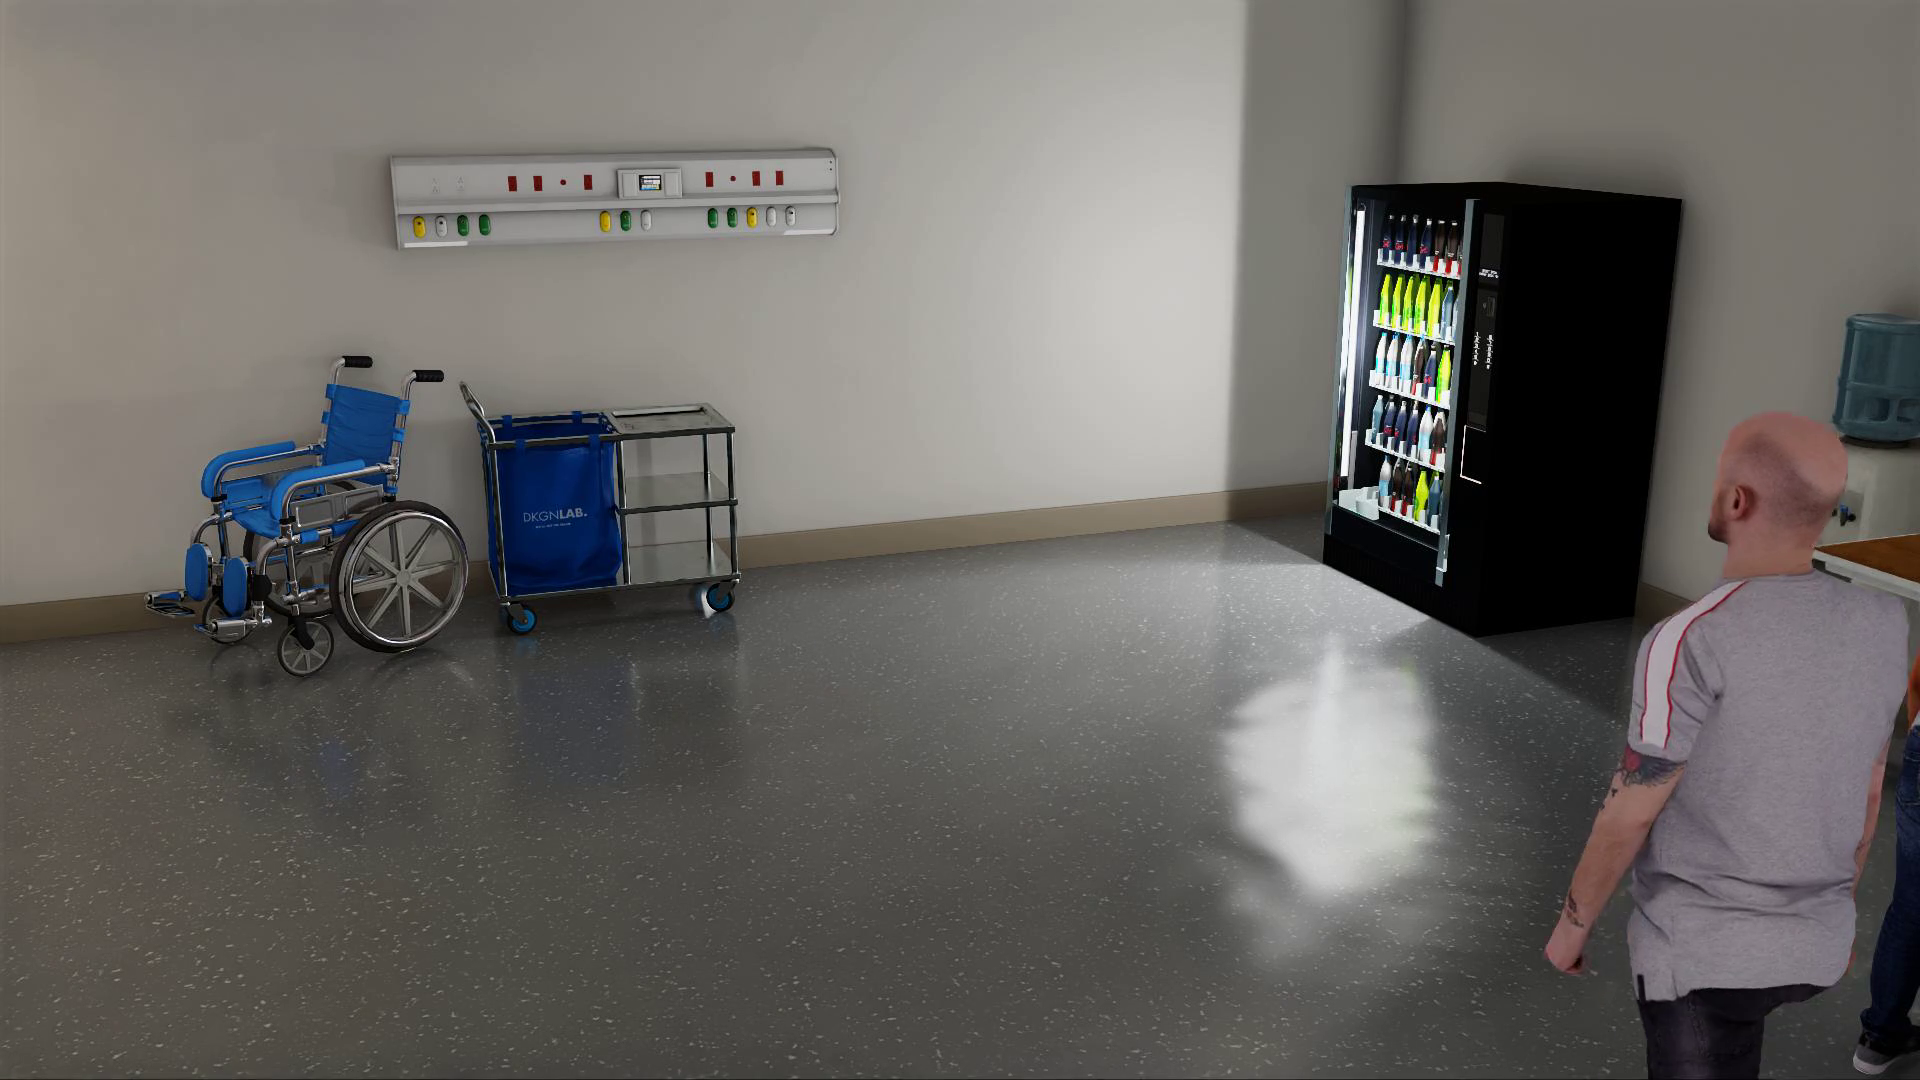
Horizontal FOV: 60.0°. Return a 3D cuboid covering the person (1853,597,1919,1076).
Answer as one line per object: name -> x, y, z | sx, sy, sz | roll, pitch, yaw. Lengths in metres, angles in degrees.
person -> 2.327, 0.545, 3.809 | 0.609, 1.563, 0.484 | -8, 17, -25

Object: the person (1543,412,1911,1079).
person -> 1.337, 0.714, 2.744 | 0.710, 1.815, 0.885 | -7, 17, -24
